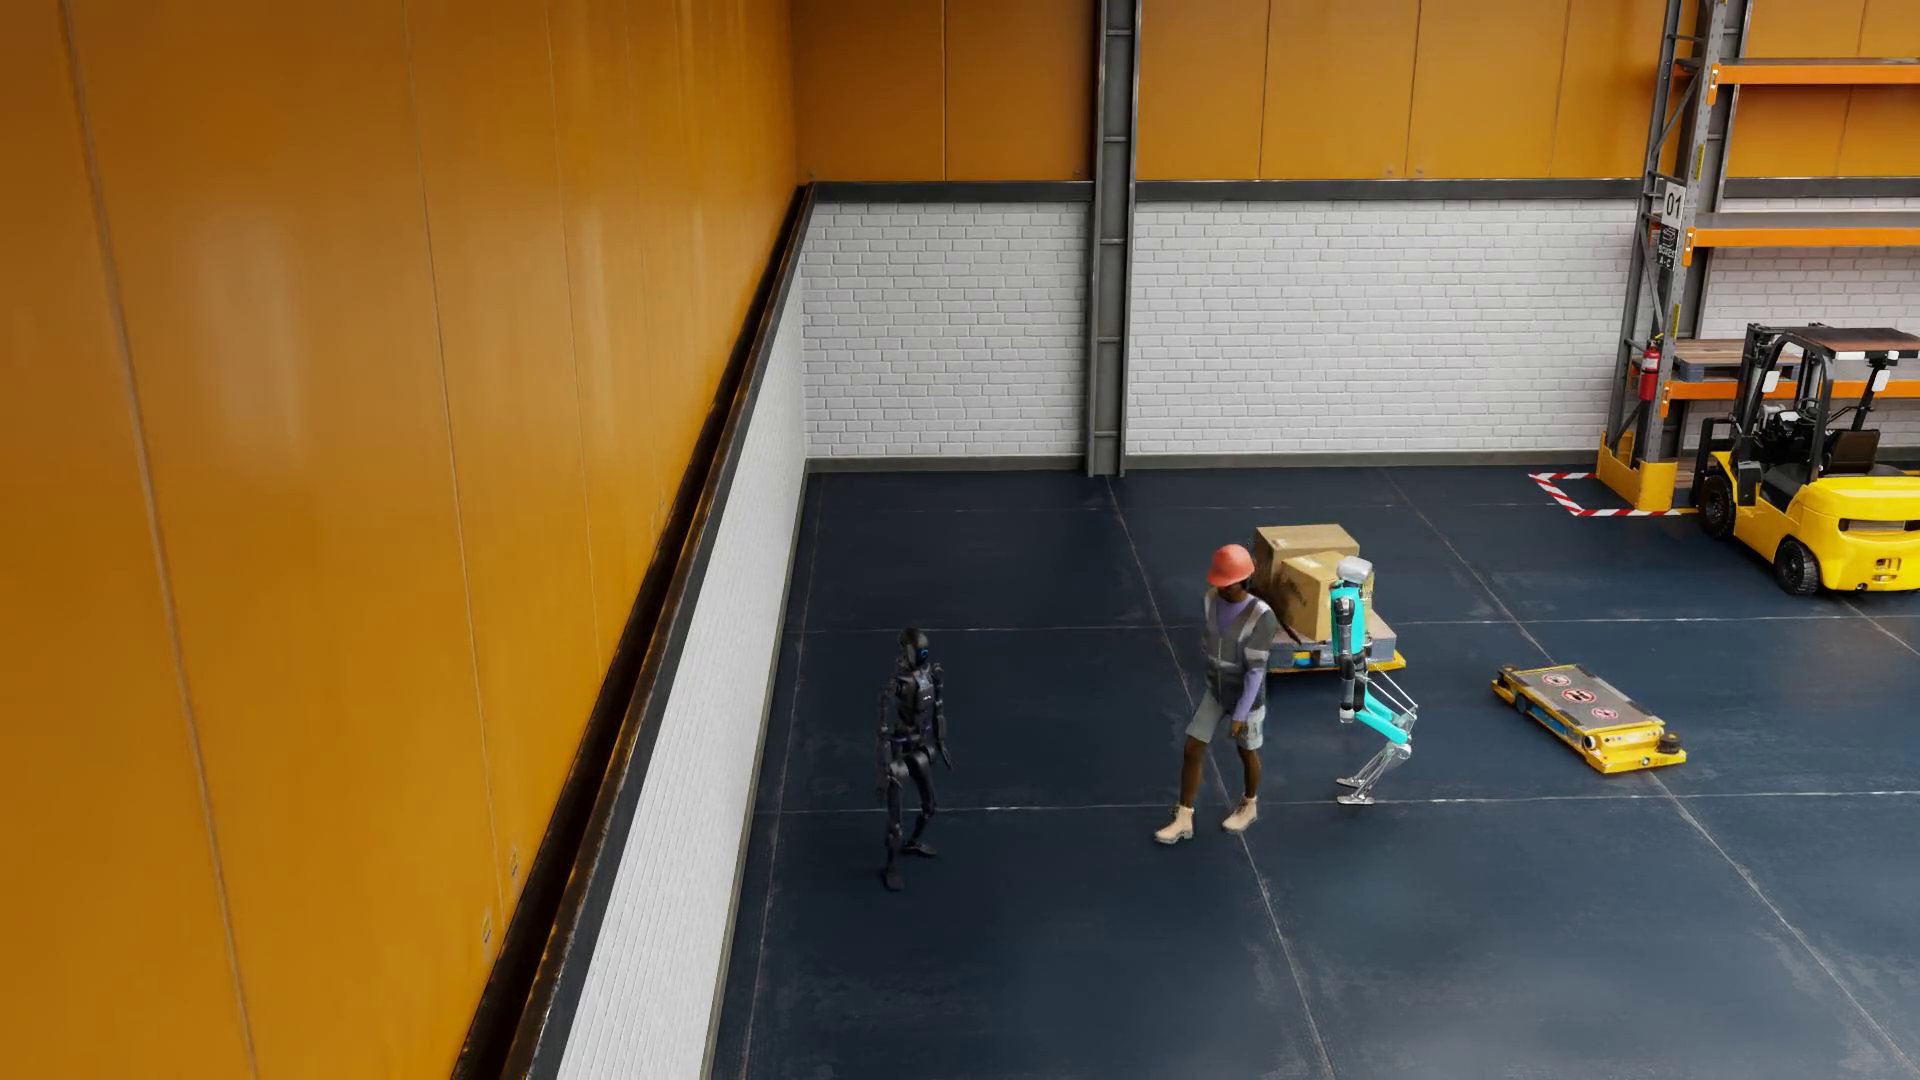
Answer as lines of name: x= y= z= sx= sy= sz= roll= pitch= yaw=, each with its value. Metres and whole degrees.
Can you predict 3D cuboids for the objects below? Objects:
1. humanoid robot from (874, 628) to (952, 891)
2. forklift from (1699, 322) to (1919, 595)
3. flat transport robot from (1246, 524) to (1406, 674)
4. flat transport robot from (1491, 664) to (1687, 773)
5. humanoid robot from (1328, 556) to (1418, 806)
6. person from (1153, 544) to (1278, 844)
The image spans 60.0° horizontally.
humanoid robot: x=-0.329 y=1.278 z=10.050 sx=0.385 sy=1.639 sz=0.589 roll=17 pitch=26 yaw=38
forklift: x=7.809 y=-0.792 z=14.926 sx=1.214 sy=2.155 sz=2.313 roll=-1 pitch=20 yaw=-2
flat transport robot: x=2.746 y=0.852 z=13.243 sx=1.431 sy=0.231 sz=0.659 roll=-3 pitch=20 yaw=-7
flat transport robot: x=4.553 y=1.268 z=12.117 sx=0.659 sy=0.231 sz=1.431 roll=-5 pitch=21 yaw=-14
humanoid robot: x=2.701 y=0.930 z=10.719 sx=0.735 sy=1.677 sz=0.533 roll=6 pitch=21 yaw=15
person: x=1.607 y=0.995 z=10.353 sx=0.944 sy=1.994 sz=0.603 roll=-18 pitch=27 yaw=-40
